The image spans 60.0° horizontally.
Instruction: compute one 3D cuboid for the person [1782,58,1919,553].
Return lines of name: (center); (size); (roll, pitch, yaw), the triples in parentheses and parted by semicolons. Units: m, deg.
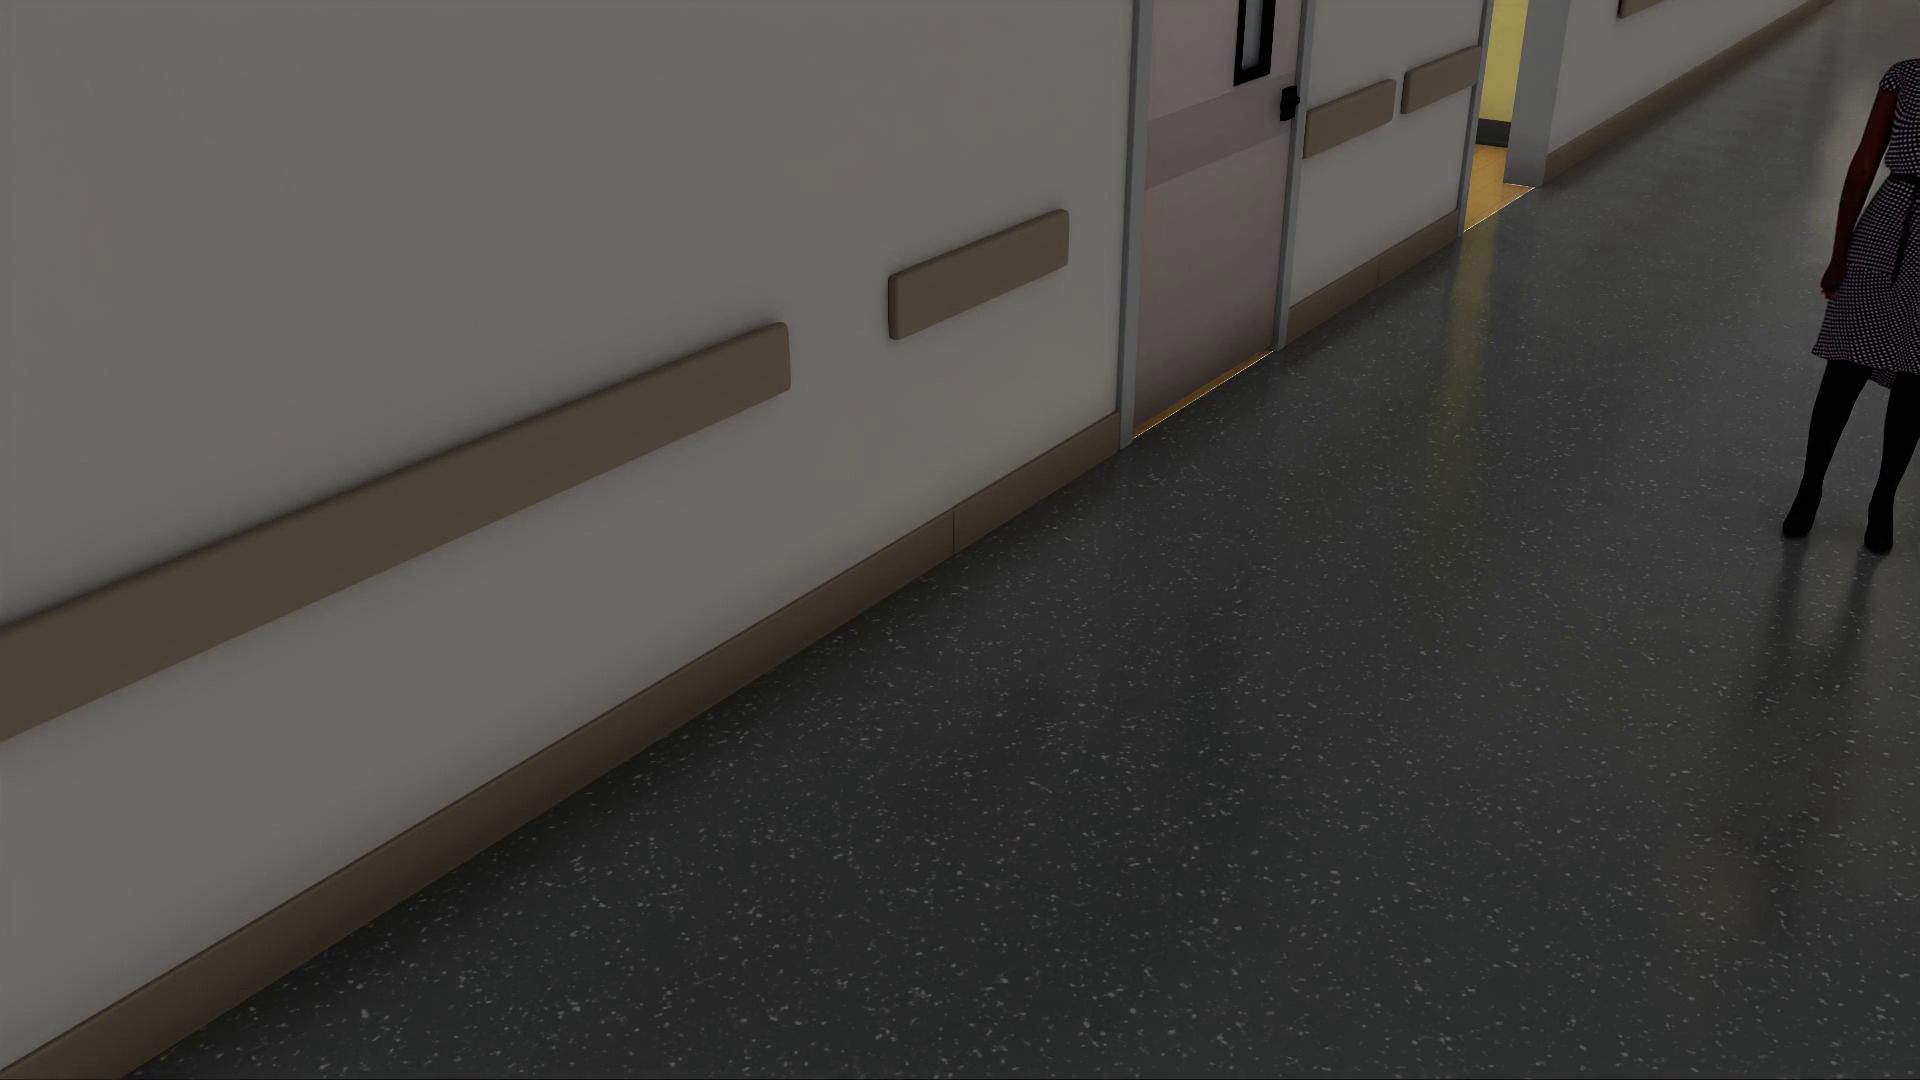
person: (2.907, -0.827, 5.091); (0.484, 1.789, 0.684); (14, 29, 26)
